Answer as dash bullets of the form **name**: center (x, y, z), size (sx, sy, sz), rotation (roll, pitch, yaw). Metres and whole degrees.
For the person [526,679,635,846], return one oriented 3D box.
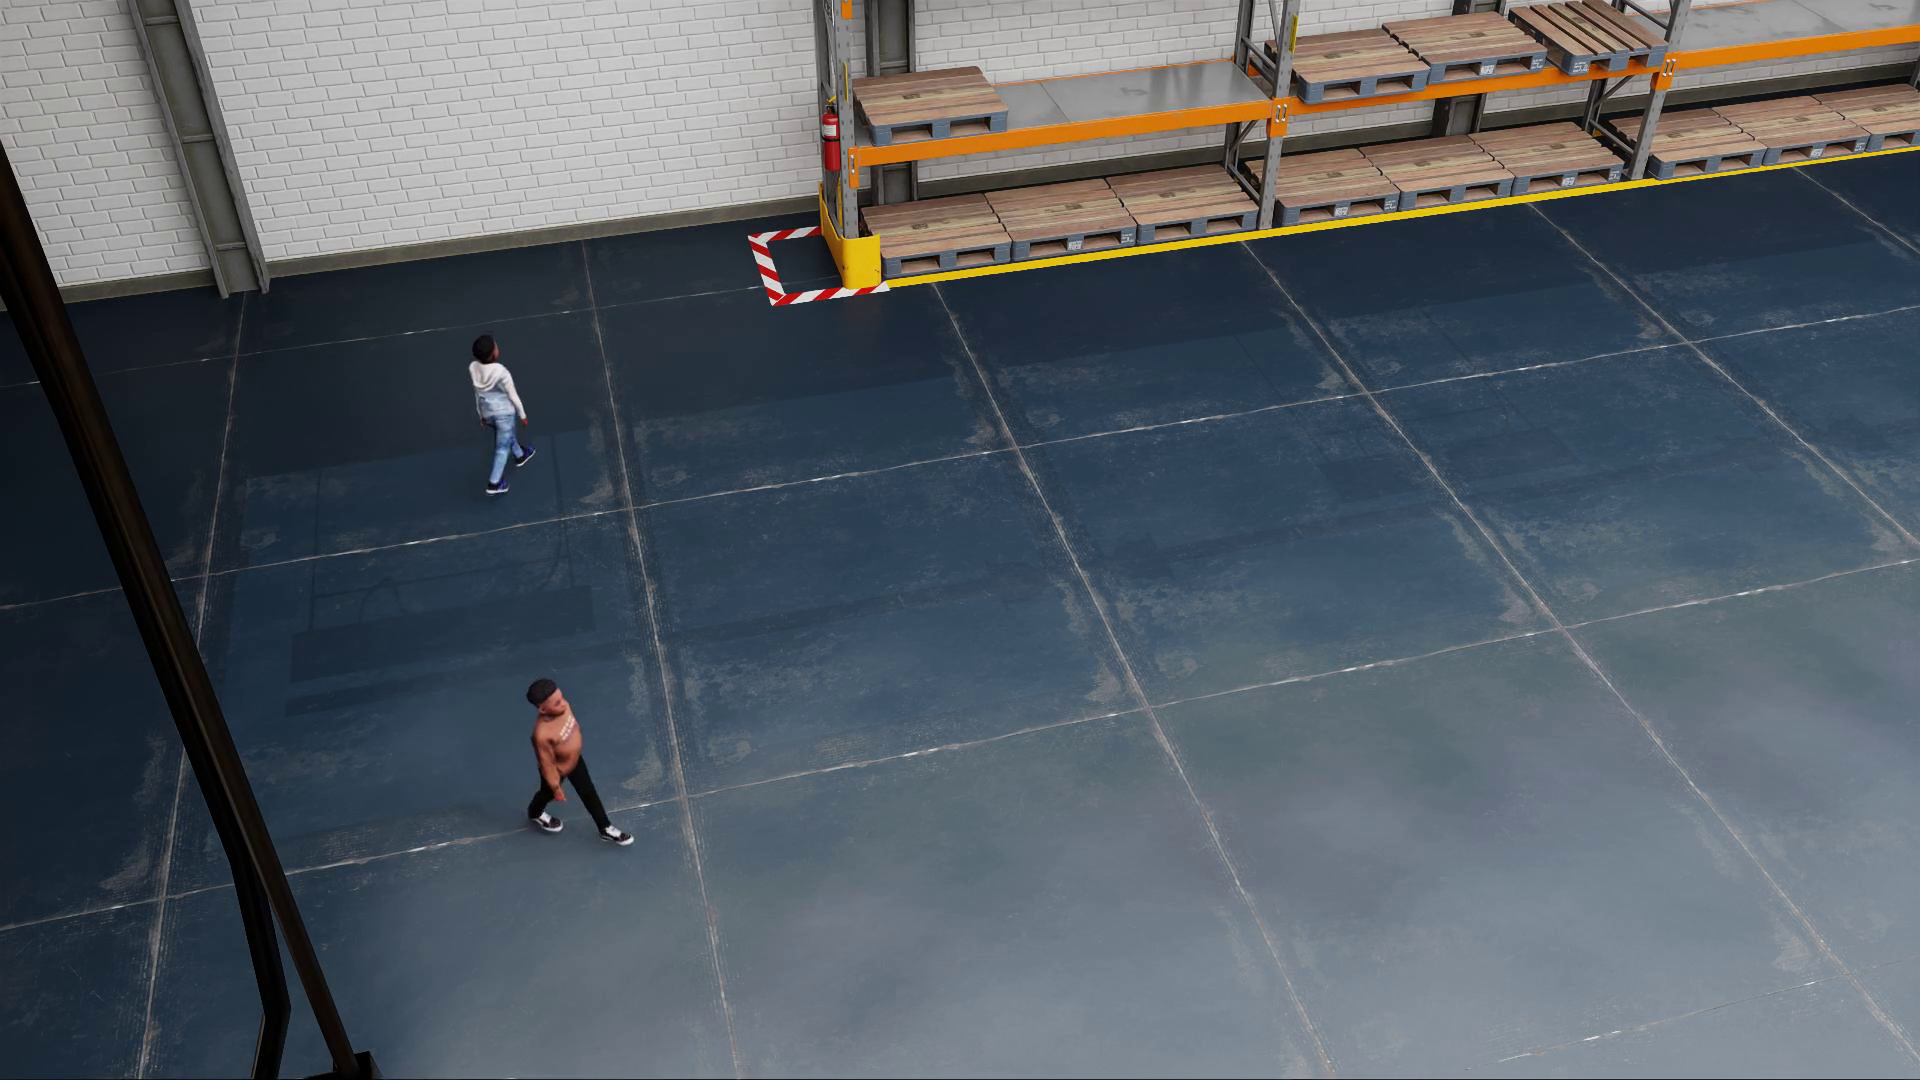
- **person**: center (-2.348, 1.277, 9.535), size (0.986, 1.223, 0.844), rotation (12, 40, 14)

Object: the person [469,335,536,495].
- **person**: center (-3.436, -0.914, 12.262), size (0.872, 1.242, 0.870), rotation (14, 41, 17)
